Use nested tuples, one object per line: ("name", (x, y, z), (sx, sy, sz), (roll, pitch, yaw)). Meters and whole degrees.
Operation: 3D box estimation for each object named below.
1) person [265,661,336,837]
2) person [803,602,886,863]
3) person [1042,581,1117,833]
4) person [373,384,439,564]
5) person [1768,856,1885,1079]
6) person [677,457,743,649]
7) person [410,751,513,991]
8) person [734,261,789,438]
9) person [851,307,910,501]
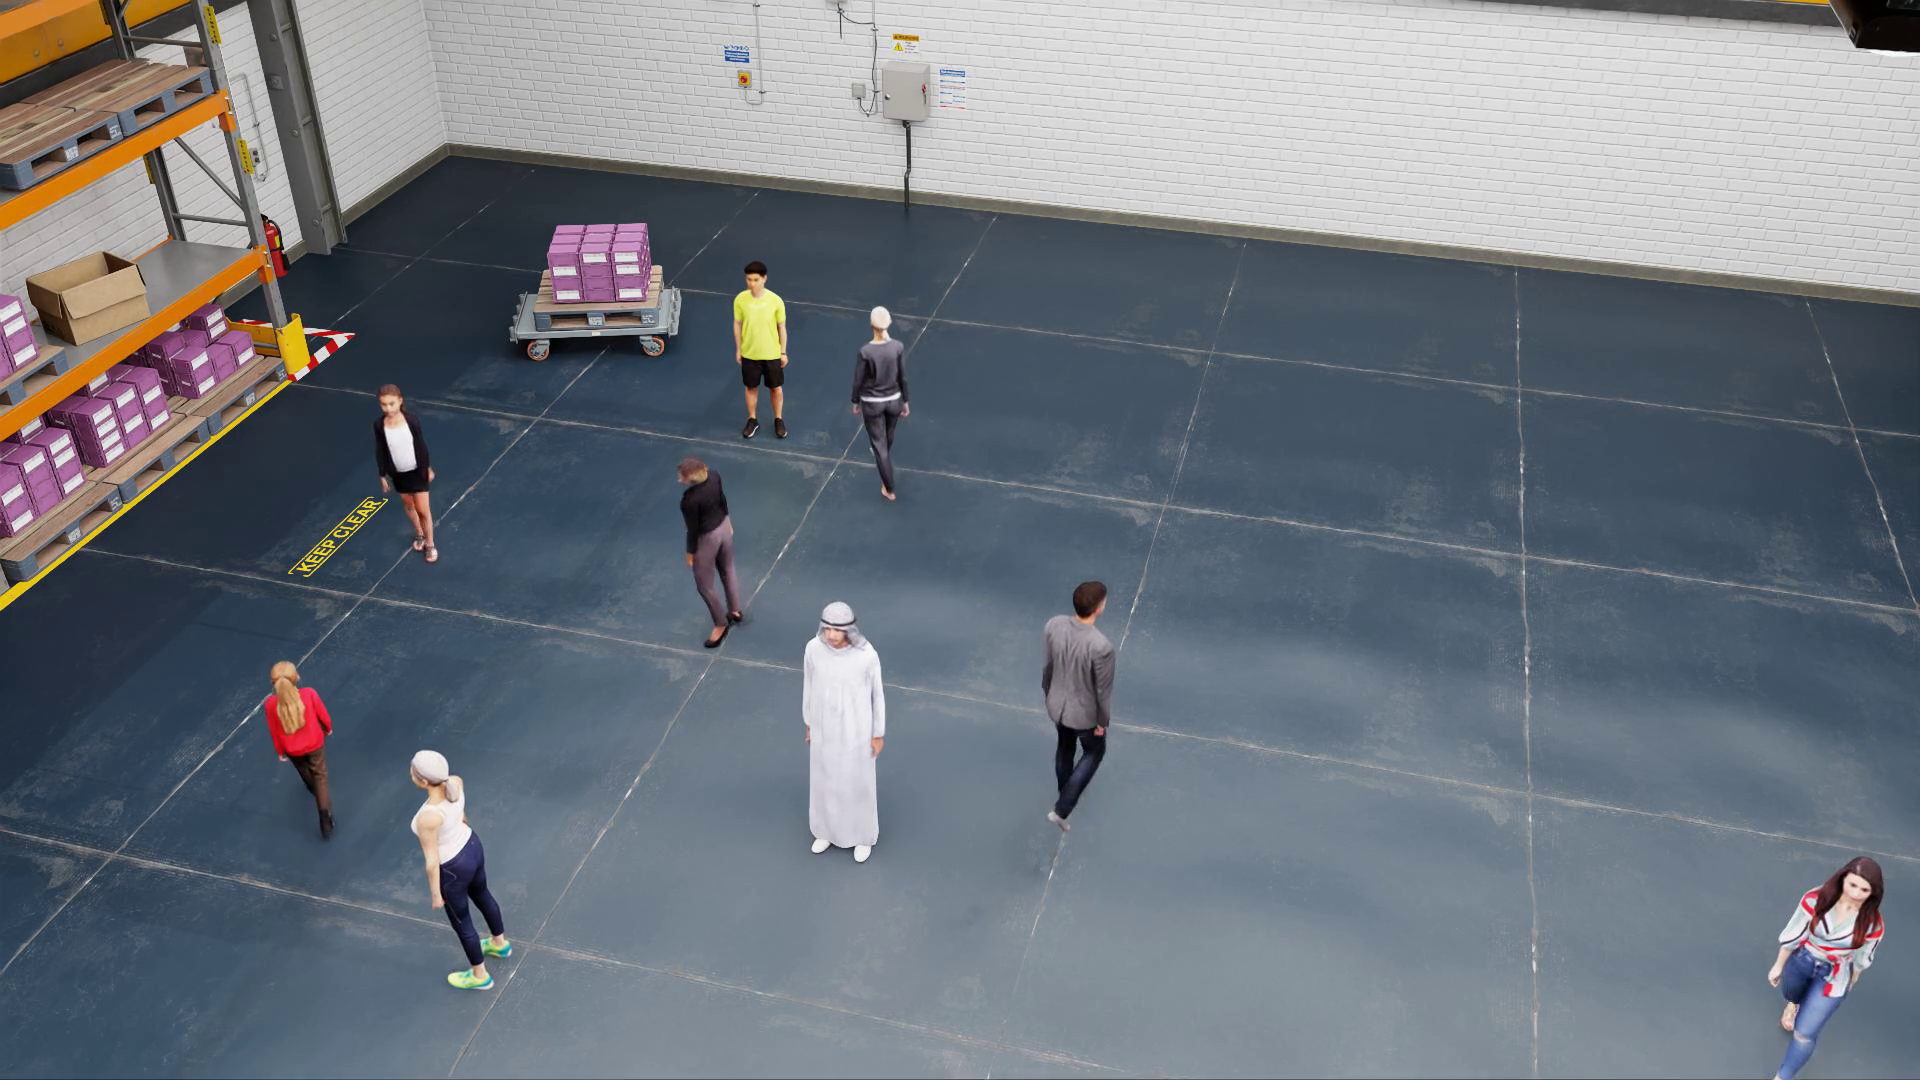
("person", (-4.249, 1.360, 10.783), (0.834, 1.251, 0.970), (-12, 35, -17))
("person", (-0.726, 1.183, 10.441), (0.680, 1.927, 0.604), (9, 35, 13))
("person", (0.706, 1.106, 10.622), (0.905, 1.853, 1.038), (22, 39, 29))
("person", (-4.474, -0.606, 13.482), (0.706, 1.538, 0.803), (-6, 34, -9))
("person", (4.696, 2.290, 9.085), (0.891, 1.584, 1.135), (26, 41, 33))
("person", (-1.810, 0.018, 12.452), (0.774, 1.639, 0.544), (24, 40, 31))
("person", (-2.886, 1.885, 9.590), (0.653, 1.698, 0.476), (7, 34, 10))
("person", (-1.798, -1.733, 15.024), (0.665, 1.708, 0.604), (2, 34, 3))
("person", (-0.648, -1.134, 14.149), (1.023, 1.679, 1.164), (-12, 35, -17))
